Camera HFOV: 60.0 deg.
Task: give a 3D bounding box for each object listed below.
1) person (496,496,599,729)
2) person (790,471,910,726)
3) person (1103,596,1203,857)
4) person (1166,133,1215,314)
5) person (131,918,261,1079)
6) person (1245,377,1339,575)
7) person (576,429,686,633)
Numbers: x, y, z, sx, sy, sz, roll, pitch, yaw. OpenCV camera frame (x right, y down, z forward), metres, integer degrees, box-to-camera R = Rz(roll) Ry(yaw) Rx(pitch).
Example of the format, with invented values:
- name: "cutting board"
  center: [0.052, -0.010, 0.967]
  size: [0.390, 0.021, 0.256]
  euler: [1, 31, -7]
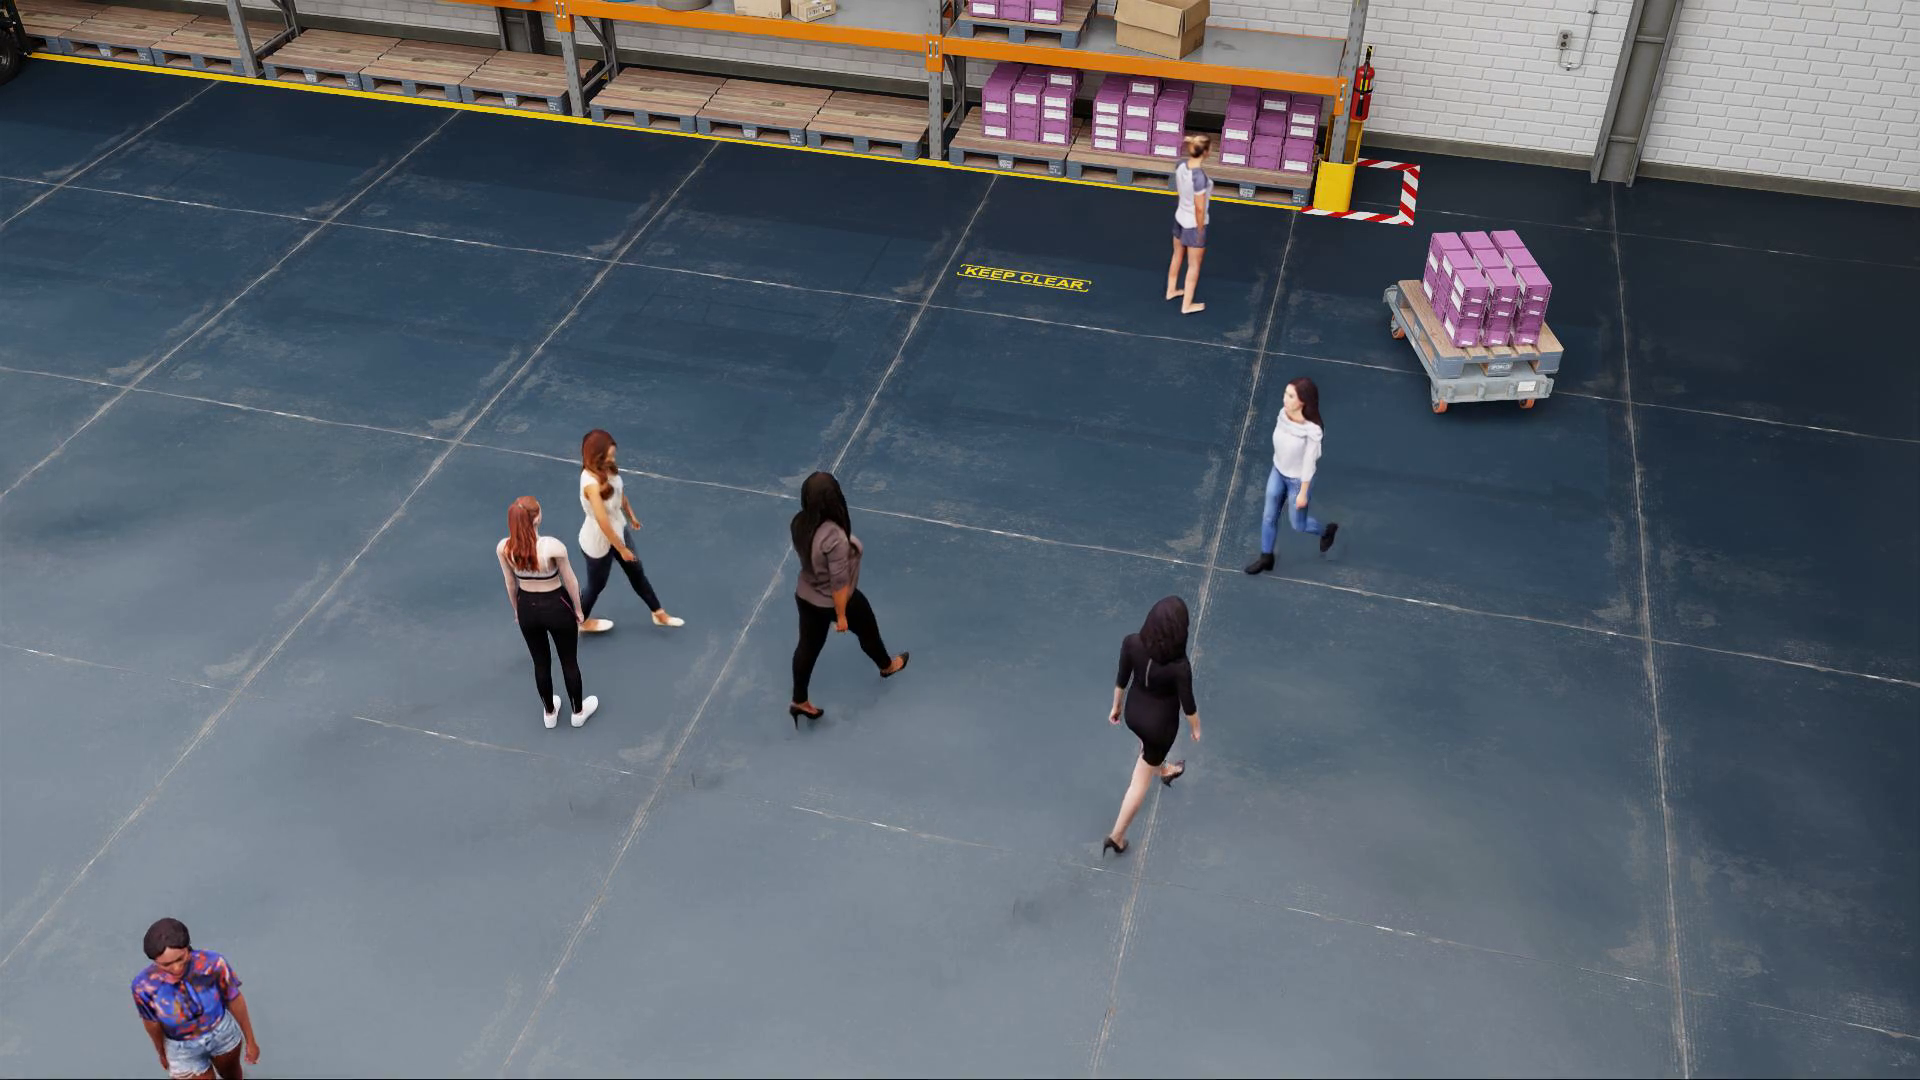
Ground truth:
- name: "person"
  center: [-2.555, 0.453, 10.236]
  size: [0.504, 1.742, 0.685]
  euler: [2, 39, 3]
- name: "person"
  center: [-0.891, 0.433, 10.222]
  size: [1.090, 1.792, 1.168]
  euler: [-29, 47, -32]
- name: "person"
  center: [1.017, 1.113, 9.398]
  size: [1.140, 1.756, 1.034]
  euler: [30, 47, 32]
- name: "person"
  center: [1.985, -2.733, 14.322]
  size: [0.685, 1.621, 0.642]
  euler: [-16, 41, -19]
- name: "person"
  center: [-3.603, 2.328, 7.914]
  size: [1.009, 1.711, 1.096]
  euler: [-21, 43, -24]
- name: "person"
  center: [2.359, -0.427, 11.443]
  size: [1.028, 1.610, 0.952]
  euler: [-17, 42, -20]
- name: "person"
  center: [-2.399, -0.009, 10.820]
  size: [0.994, 1.734, 0.663]
  euler: [2, 39, 3]
